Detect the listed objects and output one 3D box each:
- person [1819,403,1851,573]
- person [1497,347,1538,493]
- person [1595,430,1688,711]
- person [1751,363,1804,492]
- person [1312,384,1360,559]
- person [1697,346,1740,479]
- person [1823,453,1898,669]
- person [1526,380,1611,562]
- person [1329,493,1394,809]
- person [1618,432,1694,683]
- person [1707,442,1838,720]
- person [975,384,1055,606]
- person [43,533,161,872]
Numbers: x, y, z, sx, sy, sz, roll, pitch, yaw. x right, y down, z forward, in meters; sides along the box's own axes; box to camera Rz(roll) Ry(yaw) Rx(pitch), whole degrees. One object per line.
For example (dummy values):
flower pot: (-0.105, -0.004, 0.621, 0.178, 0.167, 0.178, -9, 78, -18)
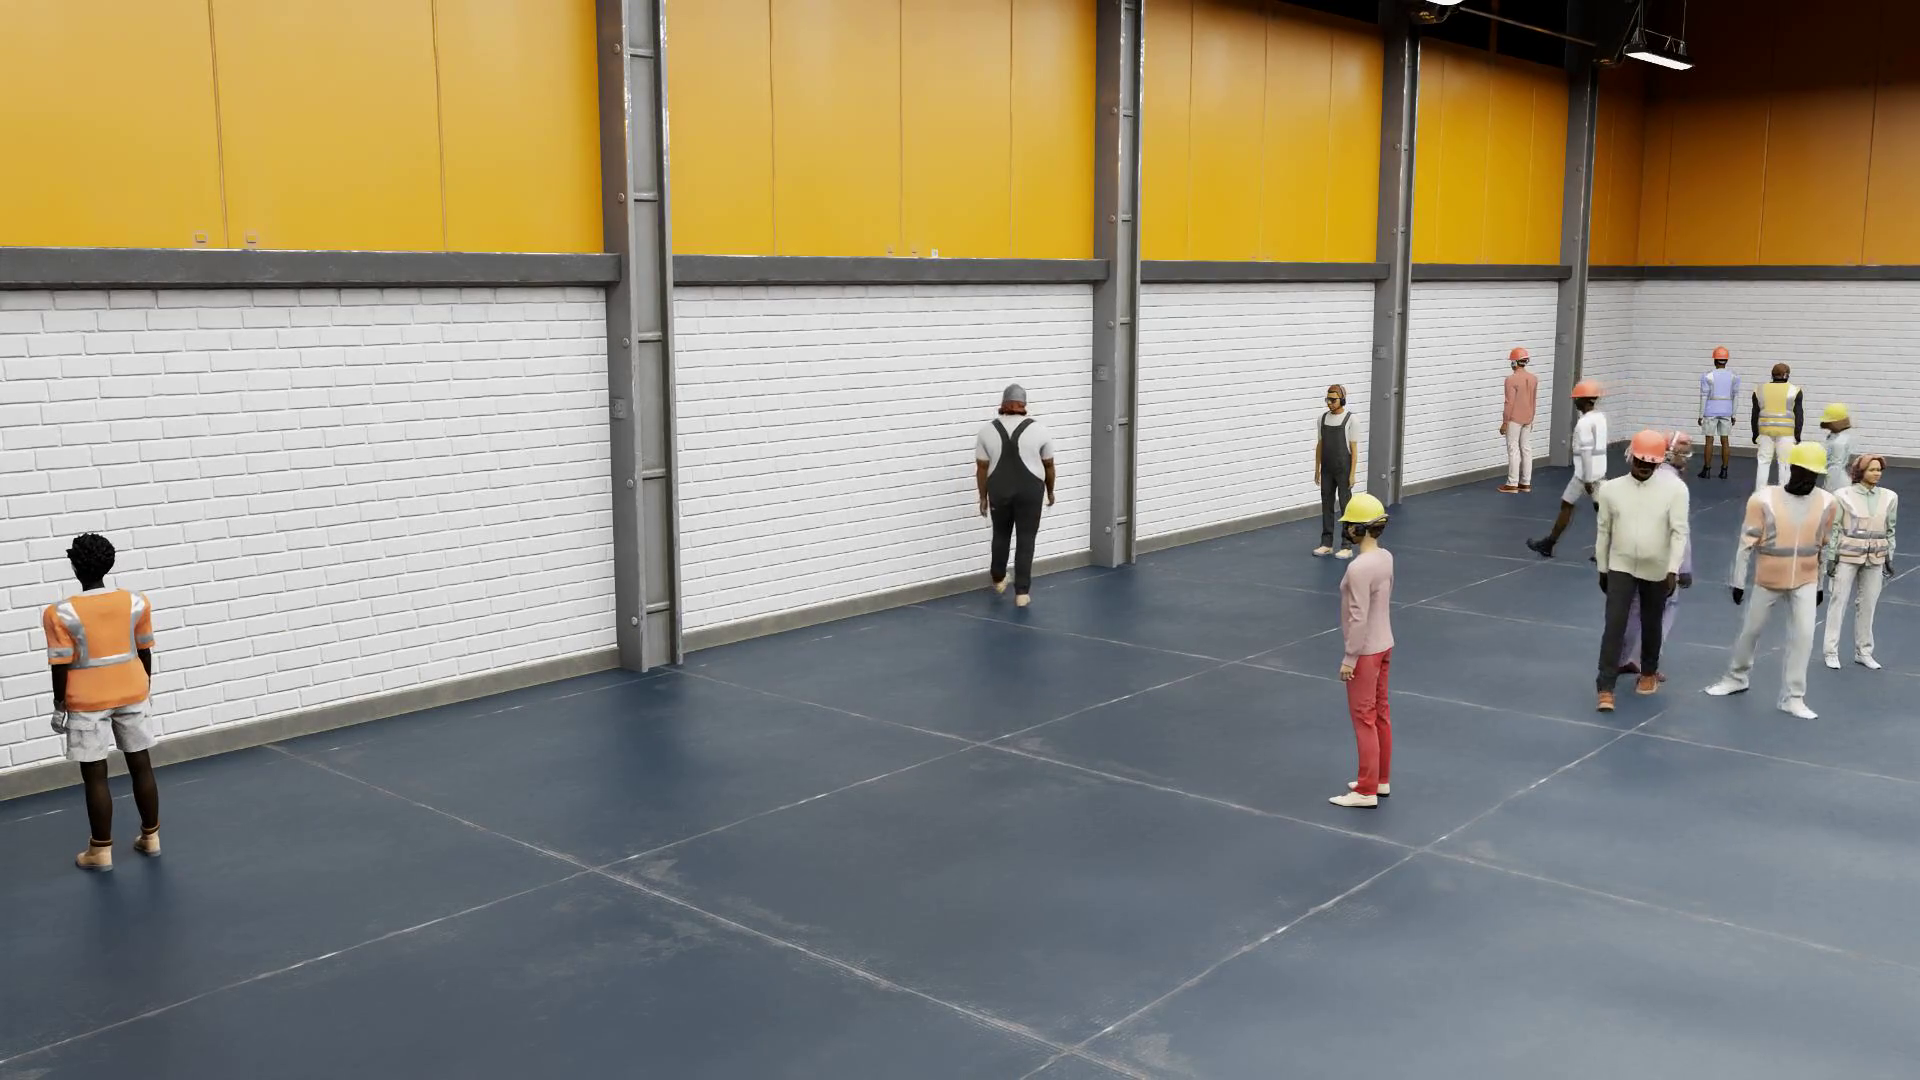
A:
person: (8.703, -0.510, 16.623, 0.344, 1.709, 0.543, 4, 10, 25)
person: (7.637, -1.642, 22.808, 0.621, 1.992, 0.397, -6, 11, -32)
person: (4.720, 0.191, 11.559, 0.591, 1.932, 1.023, 4, 10, 25)
person: (10.636, -1.378, 21.656, 0.621, 1.837, 0.429, 7, 11, 37)
person: (3.962, -0.724, 17.543, 0.505, 1.842, 0.332, 9, 13, 44)
person: (11.090, -1.860, 24.350, 0.545, 1.942, 0.353, 1, 9, 7)
person: (6.804, 0.161, 12.586, 0.521, 1.645, 0.306, 0, 9, 1)
person: (6.469, -0.717, 17.325, 0.550, 1.882, 0.999, -9, 12, -43)
person: (2.254, 0.618, 9.335, 0.328, 1.767, 0.530, 6, 11, 33)
person: (5.053, 0.136, 12.085, 0.406, 1.862, 0.663, -1, 9, -8)
person: (5.594, 0.240, 11.404, 0.656, 1.883, 0.732, 2, 9, 9)
person: (0.534, -0.465, 15.277, 0.700, 2.000, 0.912, 2, 9, 14)
person: (-4.294, 0.809, 8.349, 0.322, 1.697, 0.535, 7, 11, 38)
